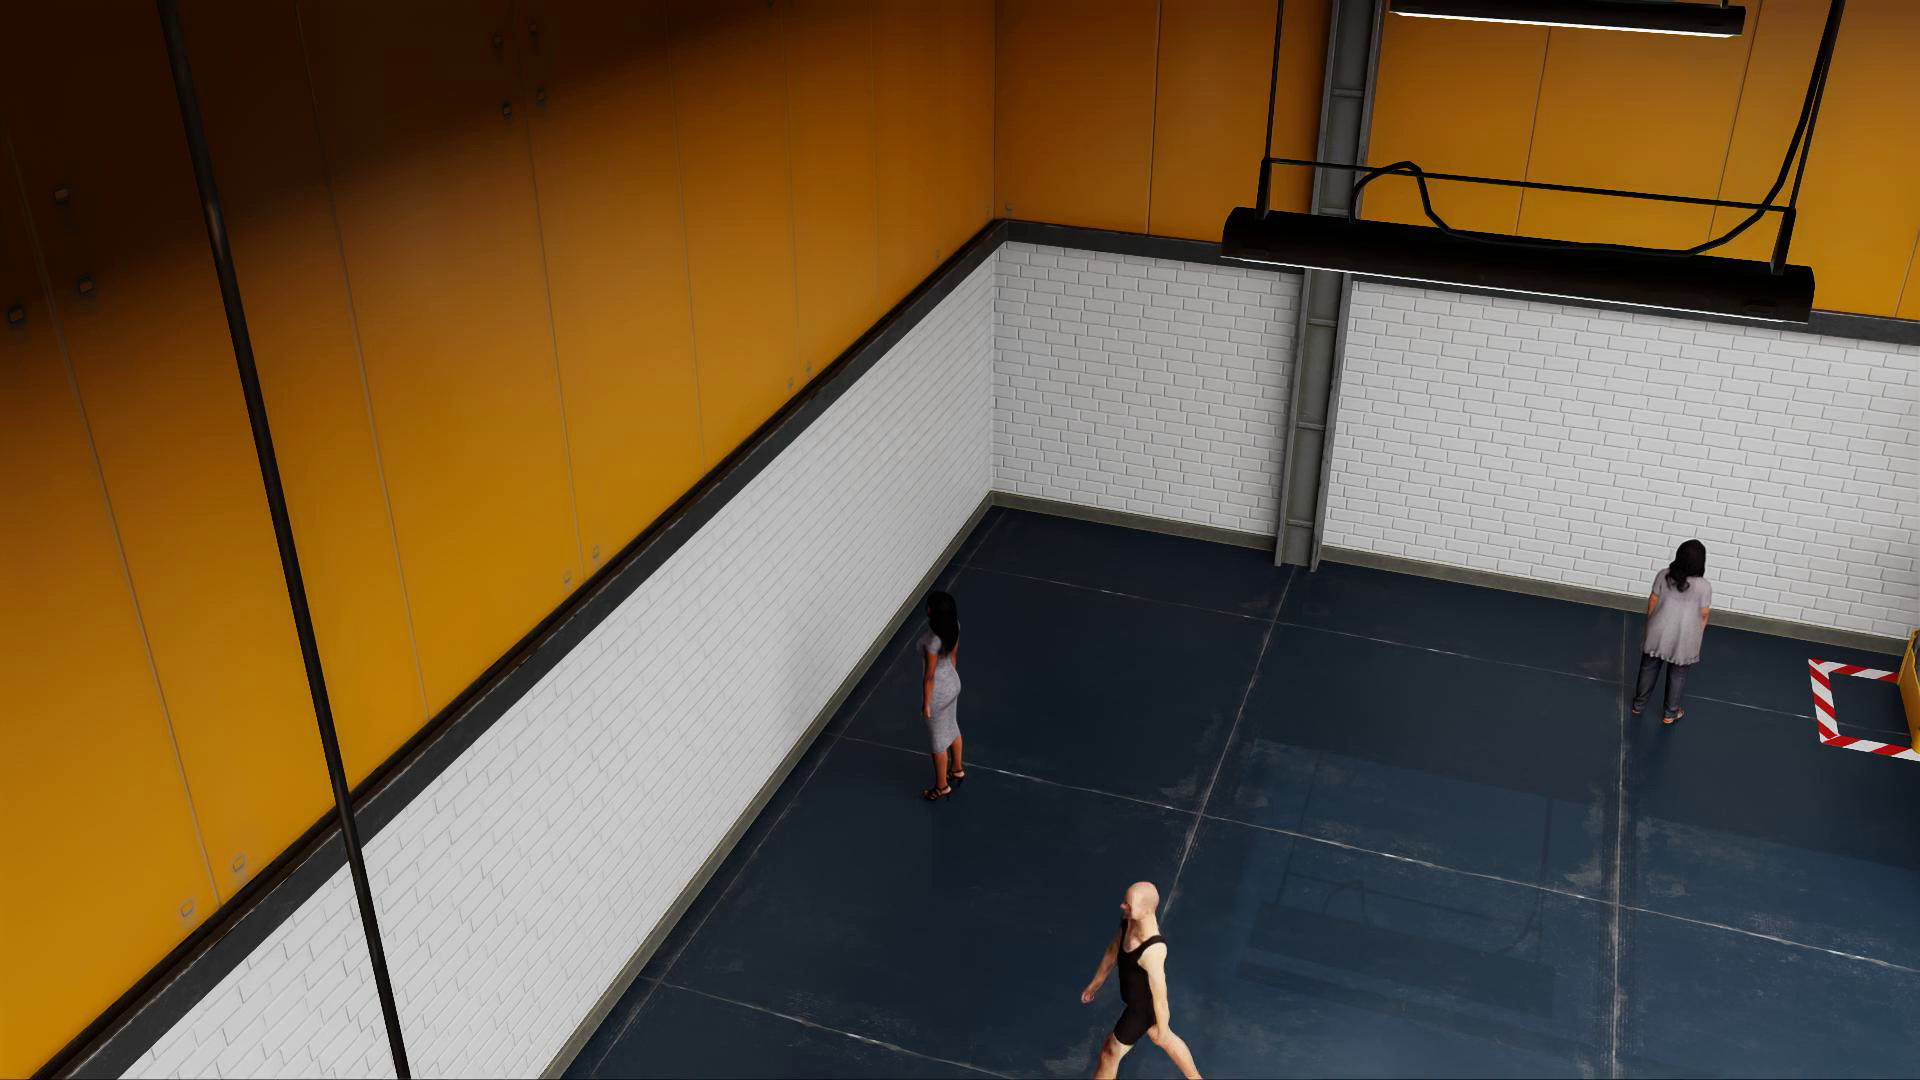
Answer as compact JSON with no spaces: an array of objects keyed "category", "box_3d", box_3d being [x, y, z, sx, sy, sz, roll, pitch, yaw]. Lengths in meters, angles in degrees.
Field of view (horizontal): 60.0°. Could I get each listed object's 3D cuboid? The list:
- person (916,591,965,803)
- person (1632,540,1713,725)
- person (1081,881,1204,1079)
[{"category":"person","box_3d":[-0.128,1.168,12.505,0.569,1.779,0.609,15,32,25]},{"category":"person","box_3d":[5.784,0.729,13.485,0.689,1.610,0.777,20,35,32]},{"category":"person","box_3d":[1.155,2.699,9.720,1.300,1.758,0.986,-3,29,-5]}]
